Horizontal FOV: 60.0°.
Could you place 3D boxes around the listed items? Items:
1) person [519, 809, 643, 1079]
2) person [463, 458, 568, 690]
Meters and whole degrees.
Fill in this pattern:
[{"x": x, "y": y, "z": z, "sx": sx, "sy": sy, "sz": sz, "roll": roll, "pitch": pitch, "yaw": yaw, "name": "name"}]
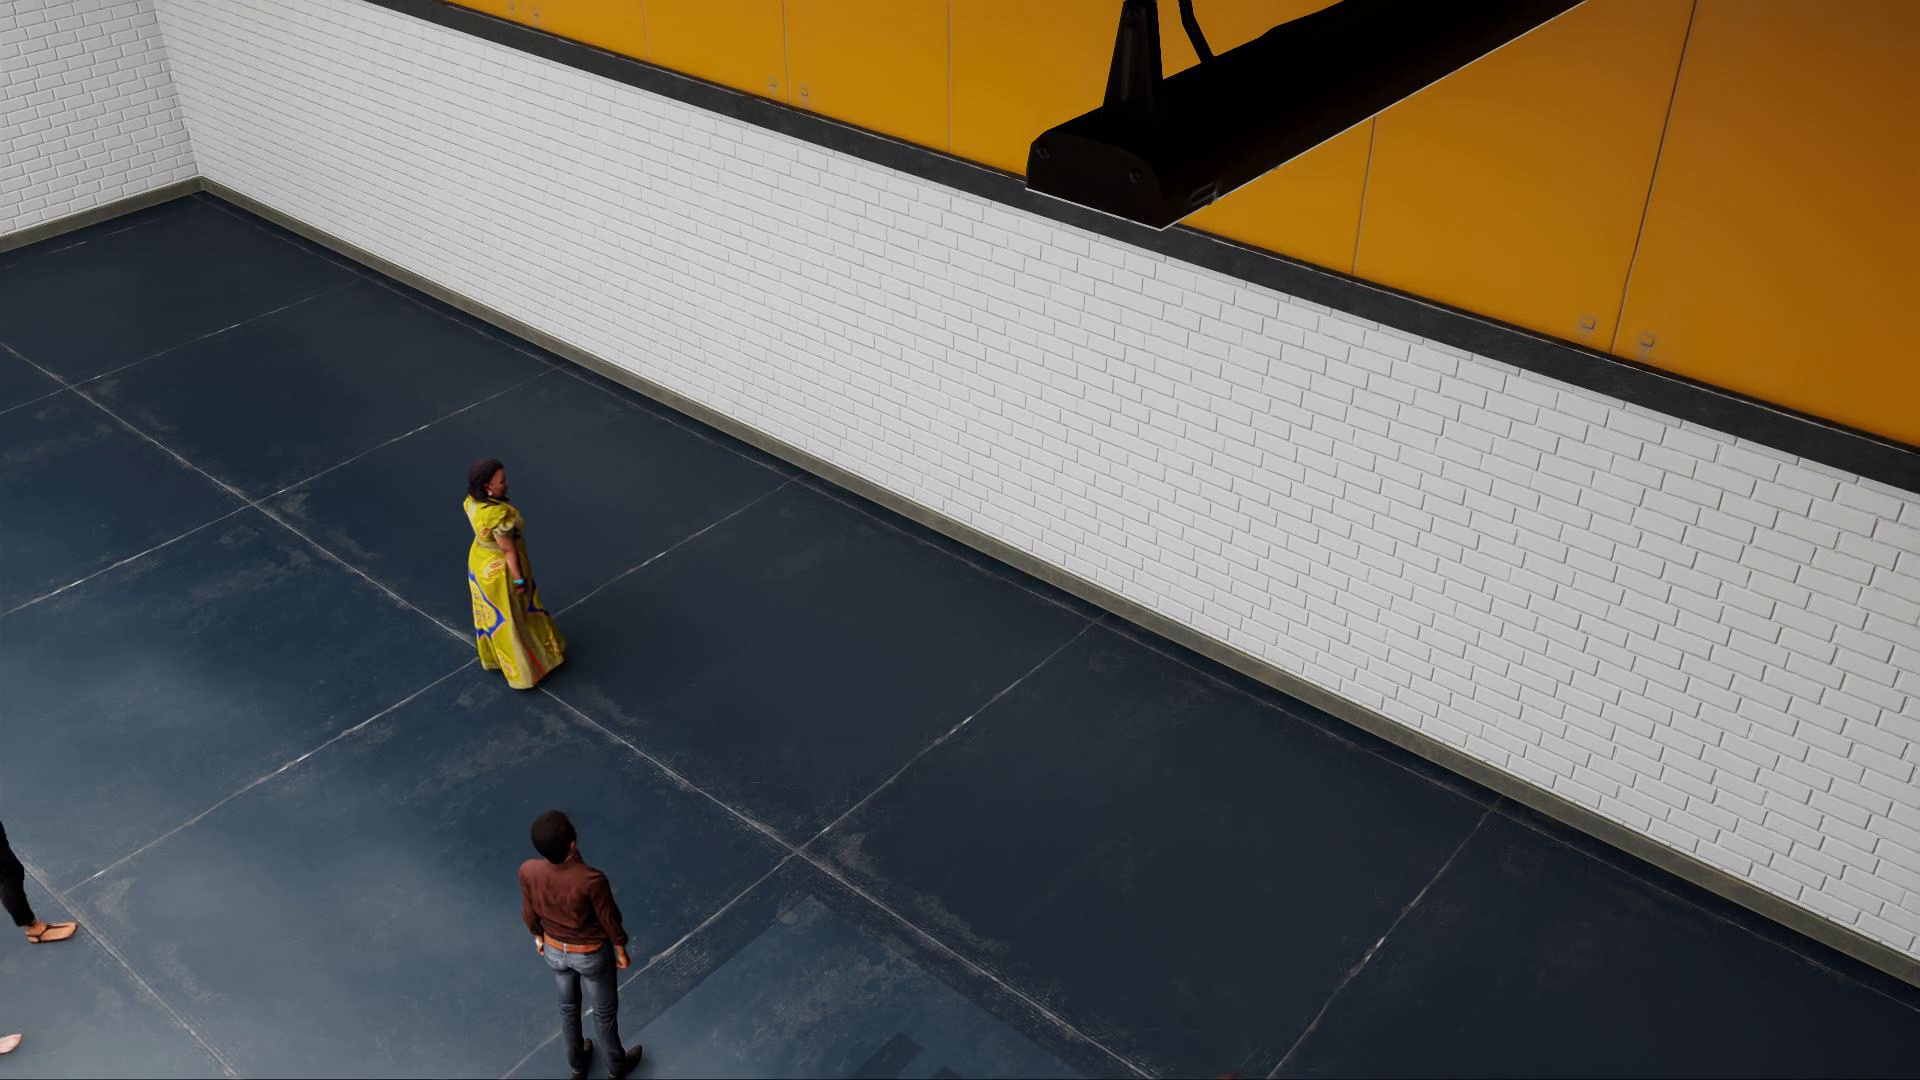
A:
[{"x": -1.847, "y": 1.989, "z": 8.051, "sx": 0.720, "sy": 1.783, "sz": 0.702, "roll": 6, "pitch": 34, "yaw": 10, "name": "person"}, {"x": -2.996, "y": 0.204, "z": 10.859, "sx": 0.858, "sy": 1.658, "sz": 0.915, "roll": -24, "pitch": 41, "yaw": -32, "name": "person"}]
